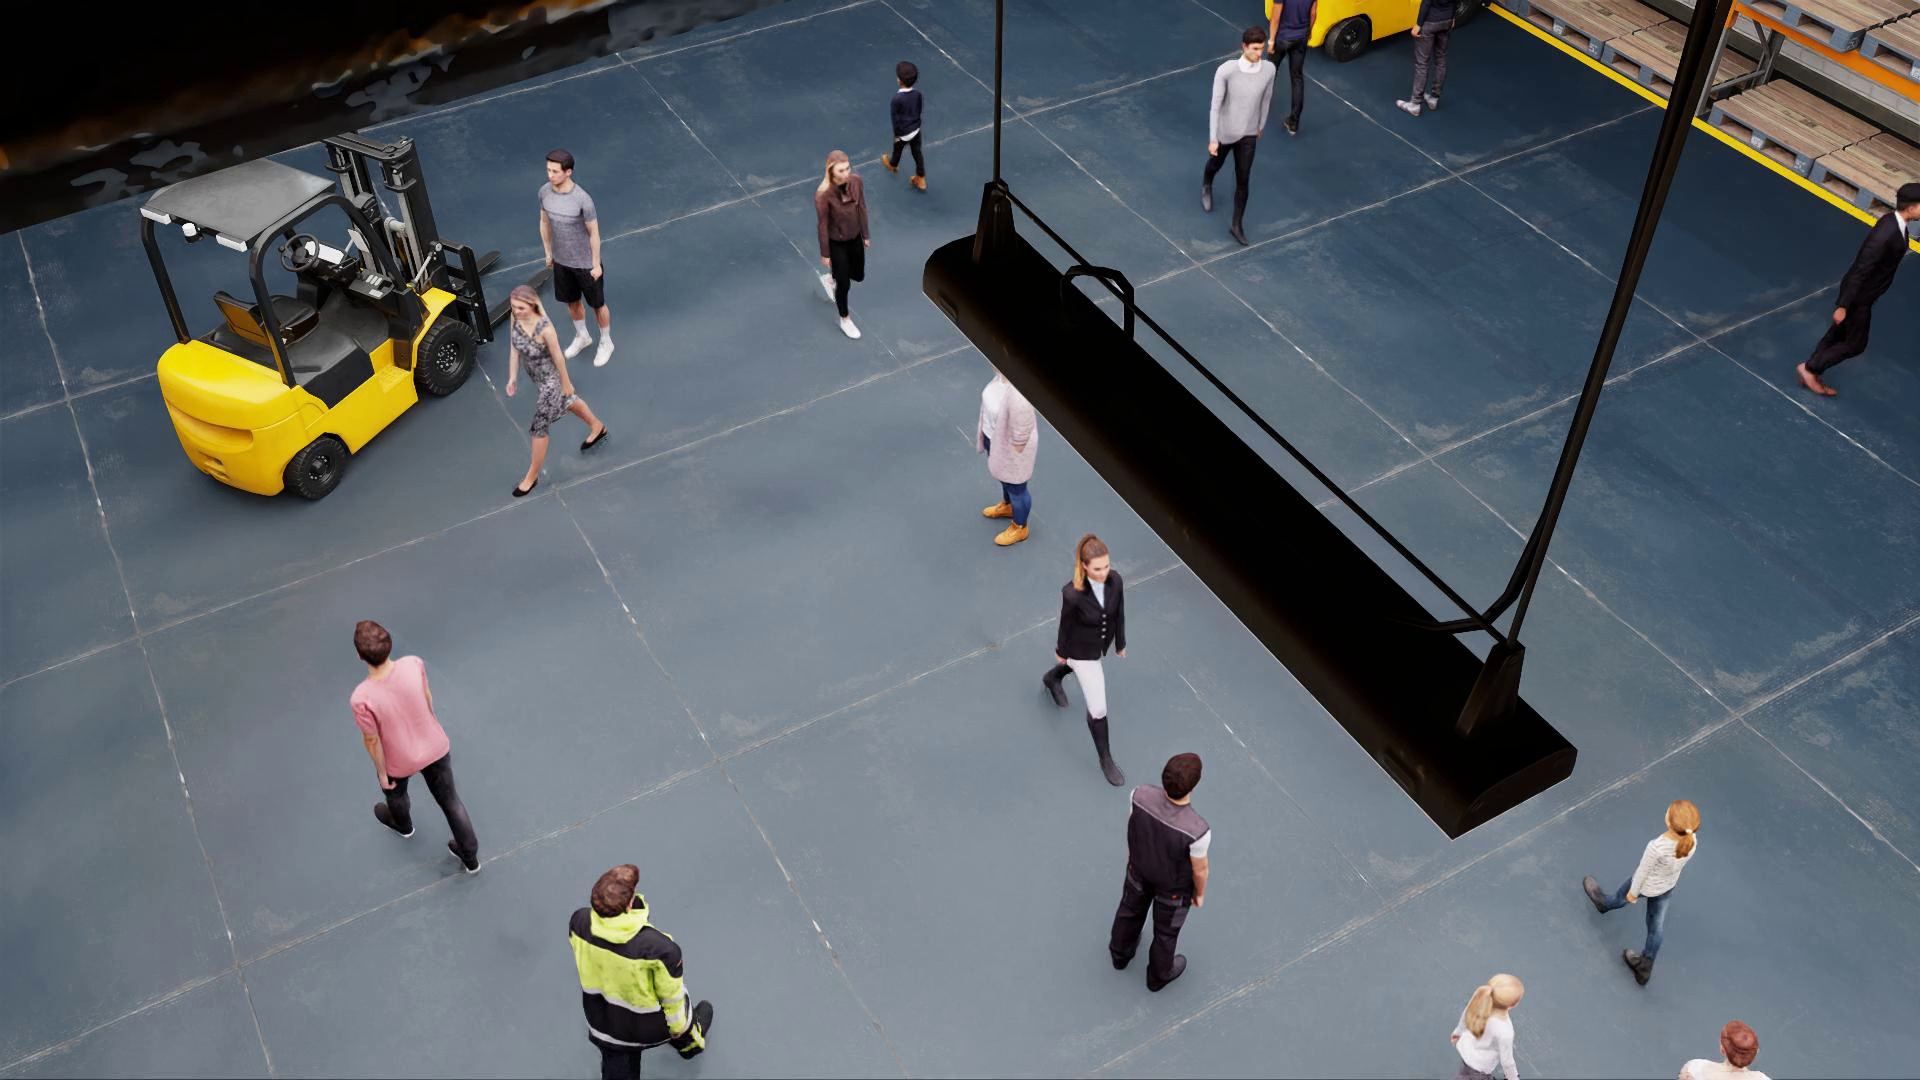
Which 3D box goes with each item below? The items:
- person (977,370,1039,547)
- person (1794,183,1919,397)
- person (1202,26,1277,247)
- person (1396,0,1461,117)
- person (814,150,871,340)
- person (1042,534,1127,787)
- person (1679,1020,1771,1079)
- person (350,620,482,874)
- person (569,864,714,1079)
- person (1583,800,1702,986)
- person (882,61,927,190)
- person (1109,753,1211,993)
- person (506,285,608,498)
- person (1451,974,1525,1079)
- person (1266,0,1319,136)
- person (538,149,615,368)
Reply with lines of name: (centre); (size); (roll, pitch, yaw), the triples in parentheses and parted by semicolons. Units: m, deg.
person: (0.367, -0.712, 11.621); (0.831, 1.741, 0.681); (-8, 44, -9)
person: (6.852, -1.947, 12.830); (0.787, 1.860, 0.831); (31, 52, 28)
person: (2.378, -3.639, 14.569); (1.056, 1.911, 1.349); (-4, 44, -4)
person: (4.597, -5.006, 16.037); (0.633, 1.866, 0.555); (-19, 47, -18)
person: (-0.988, -2.448, 13.482); (0.702, 1.687, 0.869); (-30, 51, -28)
person: (0.756, 0.619, 10.268); (0.565, 1.679, 1.198); (-21, 47, -20)
person: (3.467, 2.909, 7.807); (1.100, 1.758, 1.015); (24, 48, 23)
person: (-3.047, 1.253, 9.421); (1.108, 1.929, 0.851); (31, 52, 29)
person: (-1.660, 2.356, 8.257); (1.295, 1.937, 1.335); (13, 45, 13)
person: (3.852, 1.951, 9.154); (0.666, 1.287, 0.957); (-9, 44, -10)
person: (-0.446, -3.766, 15.222); (0.552, 1.195, 0.836); (-26, 49, -24)
person: (1.072, 1.781, 8.927); (0.648, 1.846, 0.787); (28, 50, 26)
person: (-2.966, -1.208, 12.215); (1.166, 1.639, 0.881); (31, 52, 29)
person: (2.571, 2.639, 8.461); (0.786, 1.247, 0.909); (-5, 44, -5)
person: (3.181, -4.721, 15.831); (0.906, 1.738, 1.218); (-9, 44, -10)
person: (-3.019, -2.241, 13.131); (0.698, 1.871, 0.796); (16, 46, 16)
